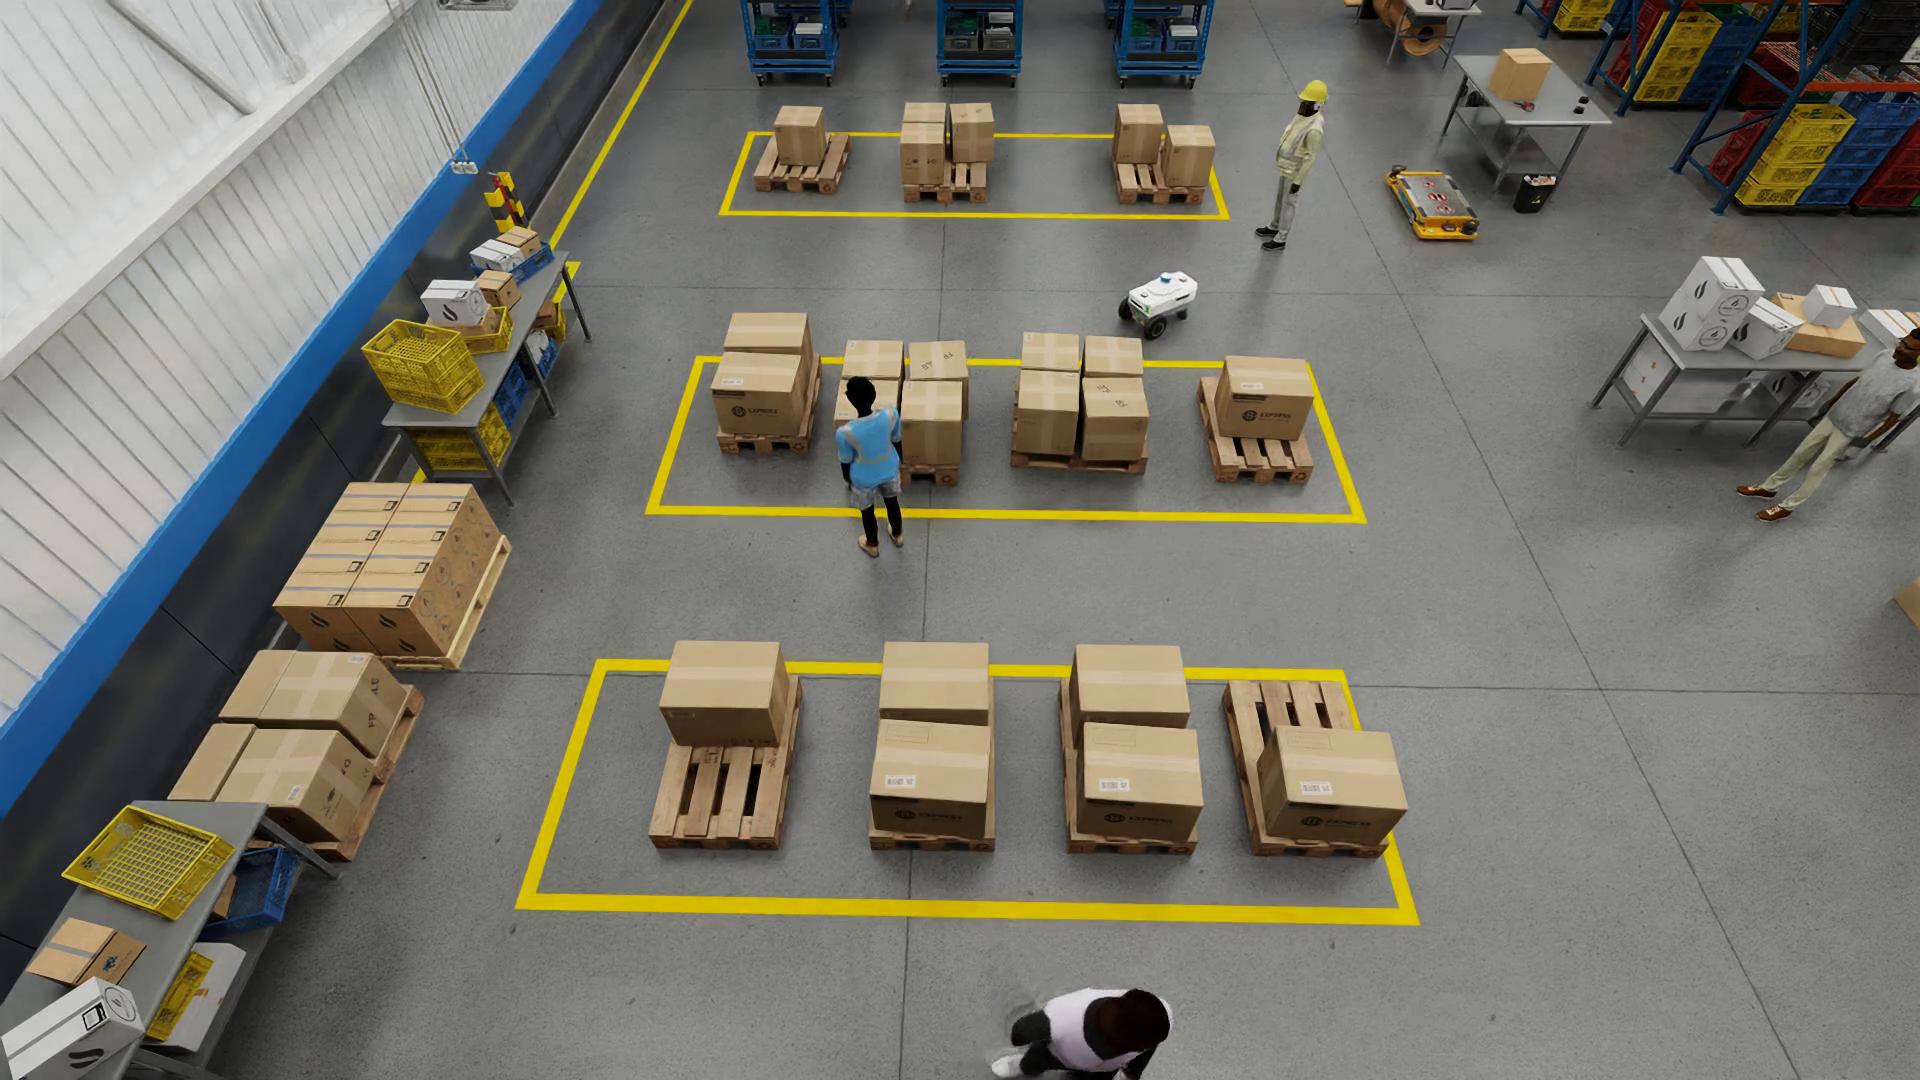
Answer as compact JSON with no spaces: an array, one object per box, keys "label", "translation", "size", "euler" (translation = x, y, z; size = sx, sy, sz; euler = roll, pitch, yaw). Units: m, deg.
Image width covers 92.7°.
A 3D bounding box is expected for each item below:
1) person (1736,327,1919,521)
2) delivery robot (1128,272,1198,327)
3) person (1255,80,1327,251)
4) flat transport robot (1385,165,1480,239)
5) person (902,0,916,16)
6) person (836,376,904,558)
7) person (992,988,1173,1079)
[{"label":"person","translation":[6.963,-0.896,7.241],"size":[0.316,1.870,0.531],"euler":[0,49,0]},{"label":"delivery robot","translation":[2.089,-2.517,9.448],"size":[0.707,0.478,0.477],"euler":[-25,54,-20]},{"label":"person","translation":[3.631,-4.074,10.012],"size":[0.404,1.836,0.600],"euler":[0,49,0]},{"label":"flat transport robot","translation":[5.692,-4.094,11.059],"size":[0.652,0.197,1.431],"euler":[1,49,1]},{"label":"person","translation":[-0.803,-9.582,14.723],"size":[0.627,1.942,1.051],"euler":[10,50,8]},{"label":"person","translation":[-0.674,-0.535,7.053],"size":[0.533,1.686,0.339],"euler":[-24,53,-19]},{"label":"person","translation":[0.533,2.401,4.389],"size":[0.760,1.878,0.386],"euler":[1,49,1]}]
